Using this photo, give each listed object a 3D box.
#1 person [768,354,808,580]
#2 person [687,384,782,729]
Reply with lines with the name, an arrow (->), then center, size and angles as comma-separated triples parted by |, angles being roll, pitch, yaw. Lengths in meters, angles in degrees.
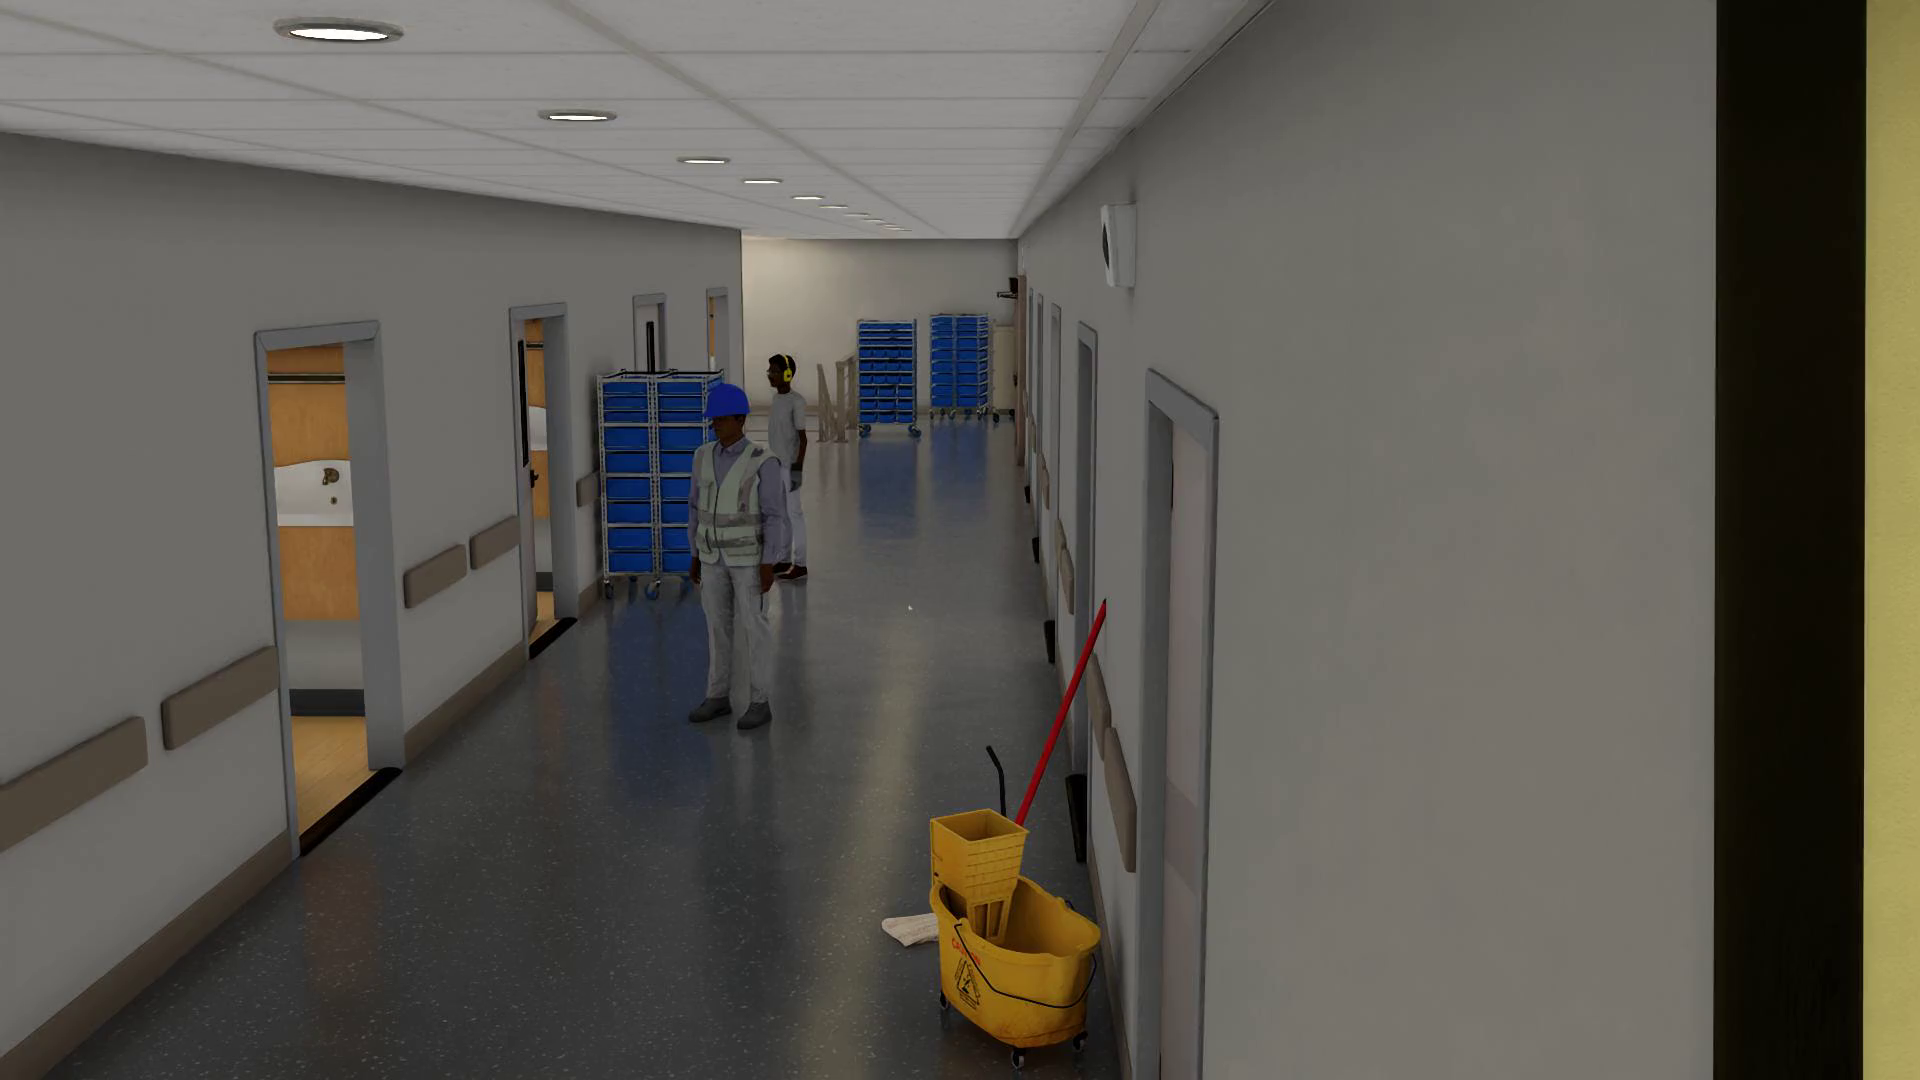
person -> -1.456, -0.605, 13.799 | 0.328, 1.874, 0.517 | -6, 11, -34
person -> -1.284, 0.089, 9.413 | 0.605, 1.948, 0.388 | 5, 11, 27
